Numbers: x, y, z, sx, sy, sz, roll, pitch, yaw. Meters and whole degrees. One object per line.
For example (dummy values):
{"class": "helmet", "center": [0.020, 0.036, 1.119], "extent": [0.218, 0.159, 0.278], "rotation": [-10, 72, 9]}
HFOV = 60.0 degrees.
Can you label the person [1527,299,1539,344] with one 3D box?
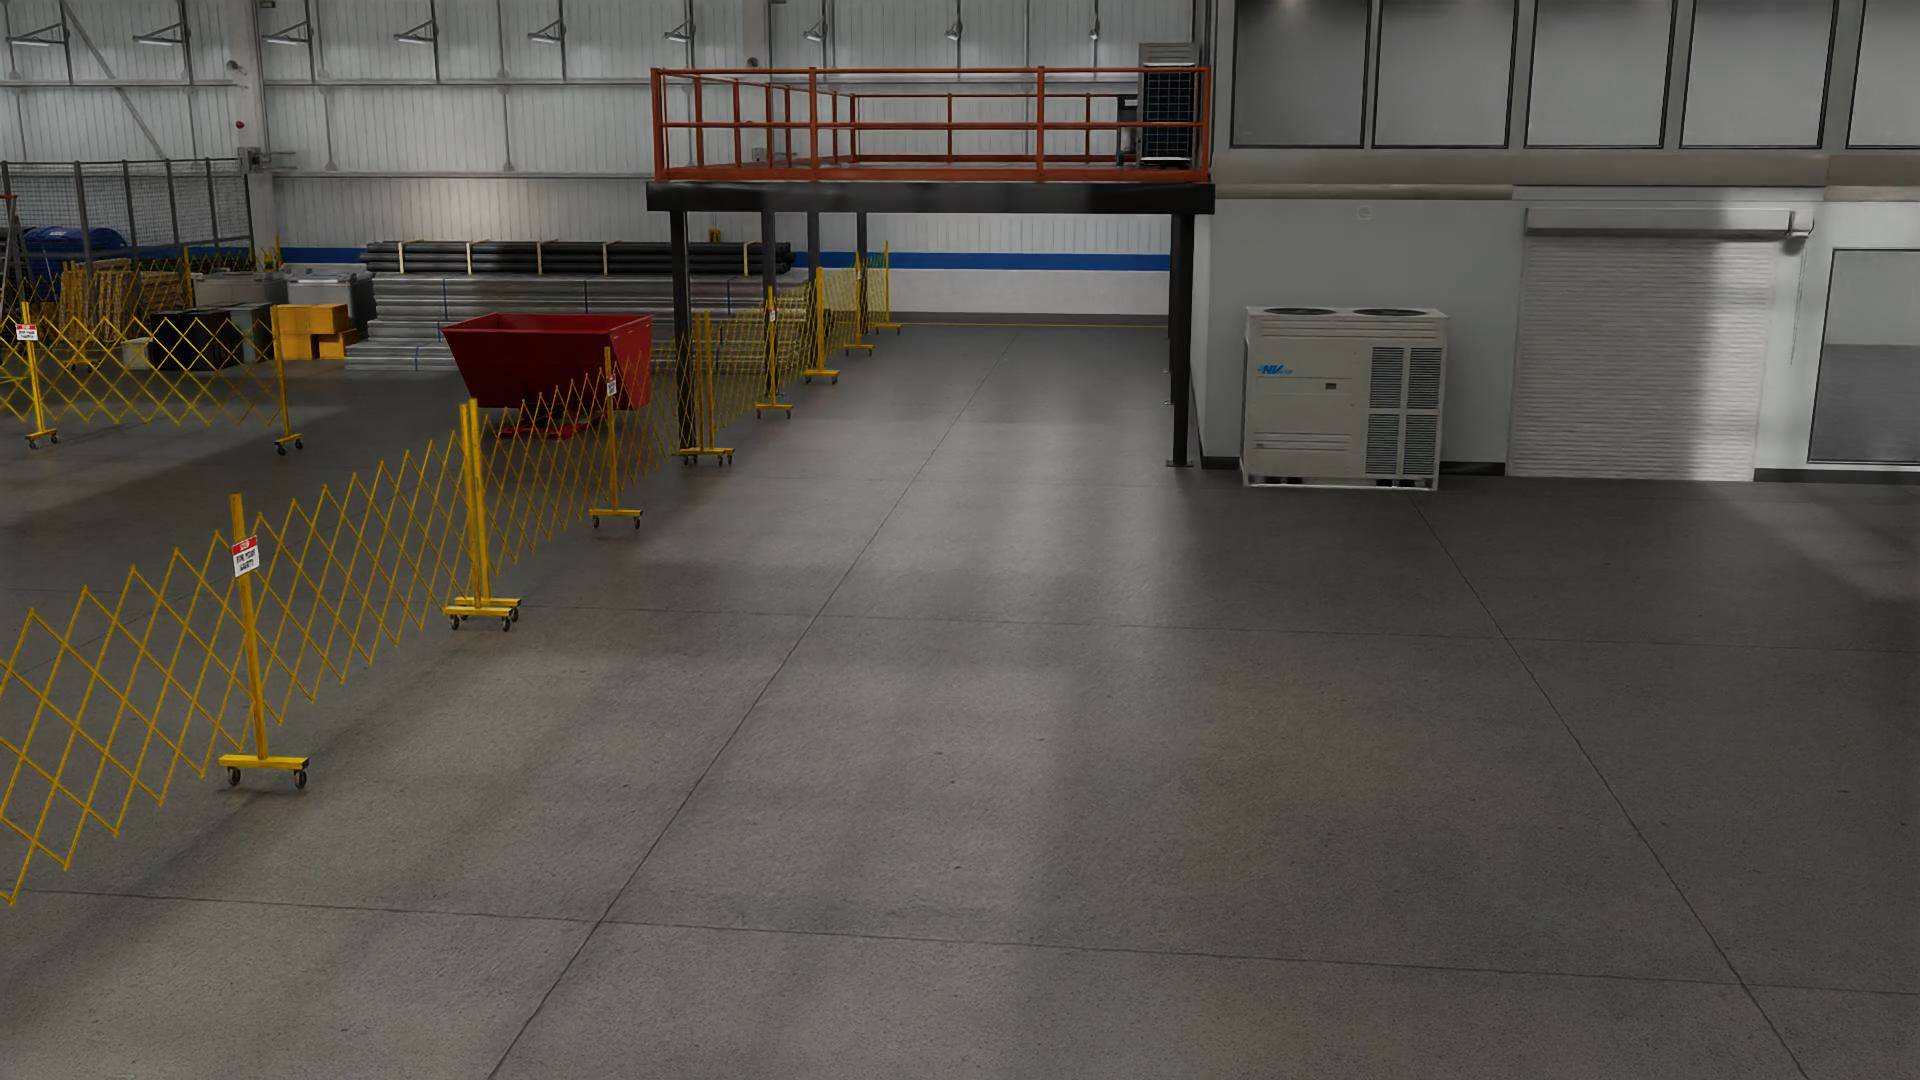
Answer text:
{"class": "person", "center": [6.469, -2.054, 19.283], "extent": [0.979, 1.856, 0.664], "rotation": [-5, 15, -19]}
